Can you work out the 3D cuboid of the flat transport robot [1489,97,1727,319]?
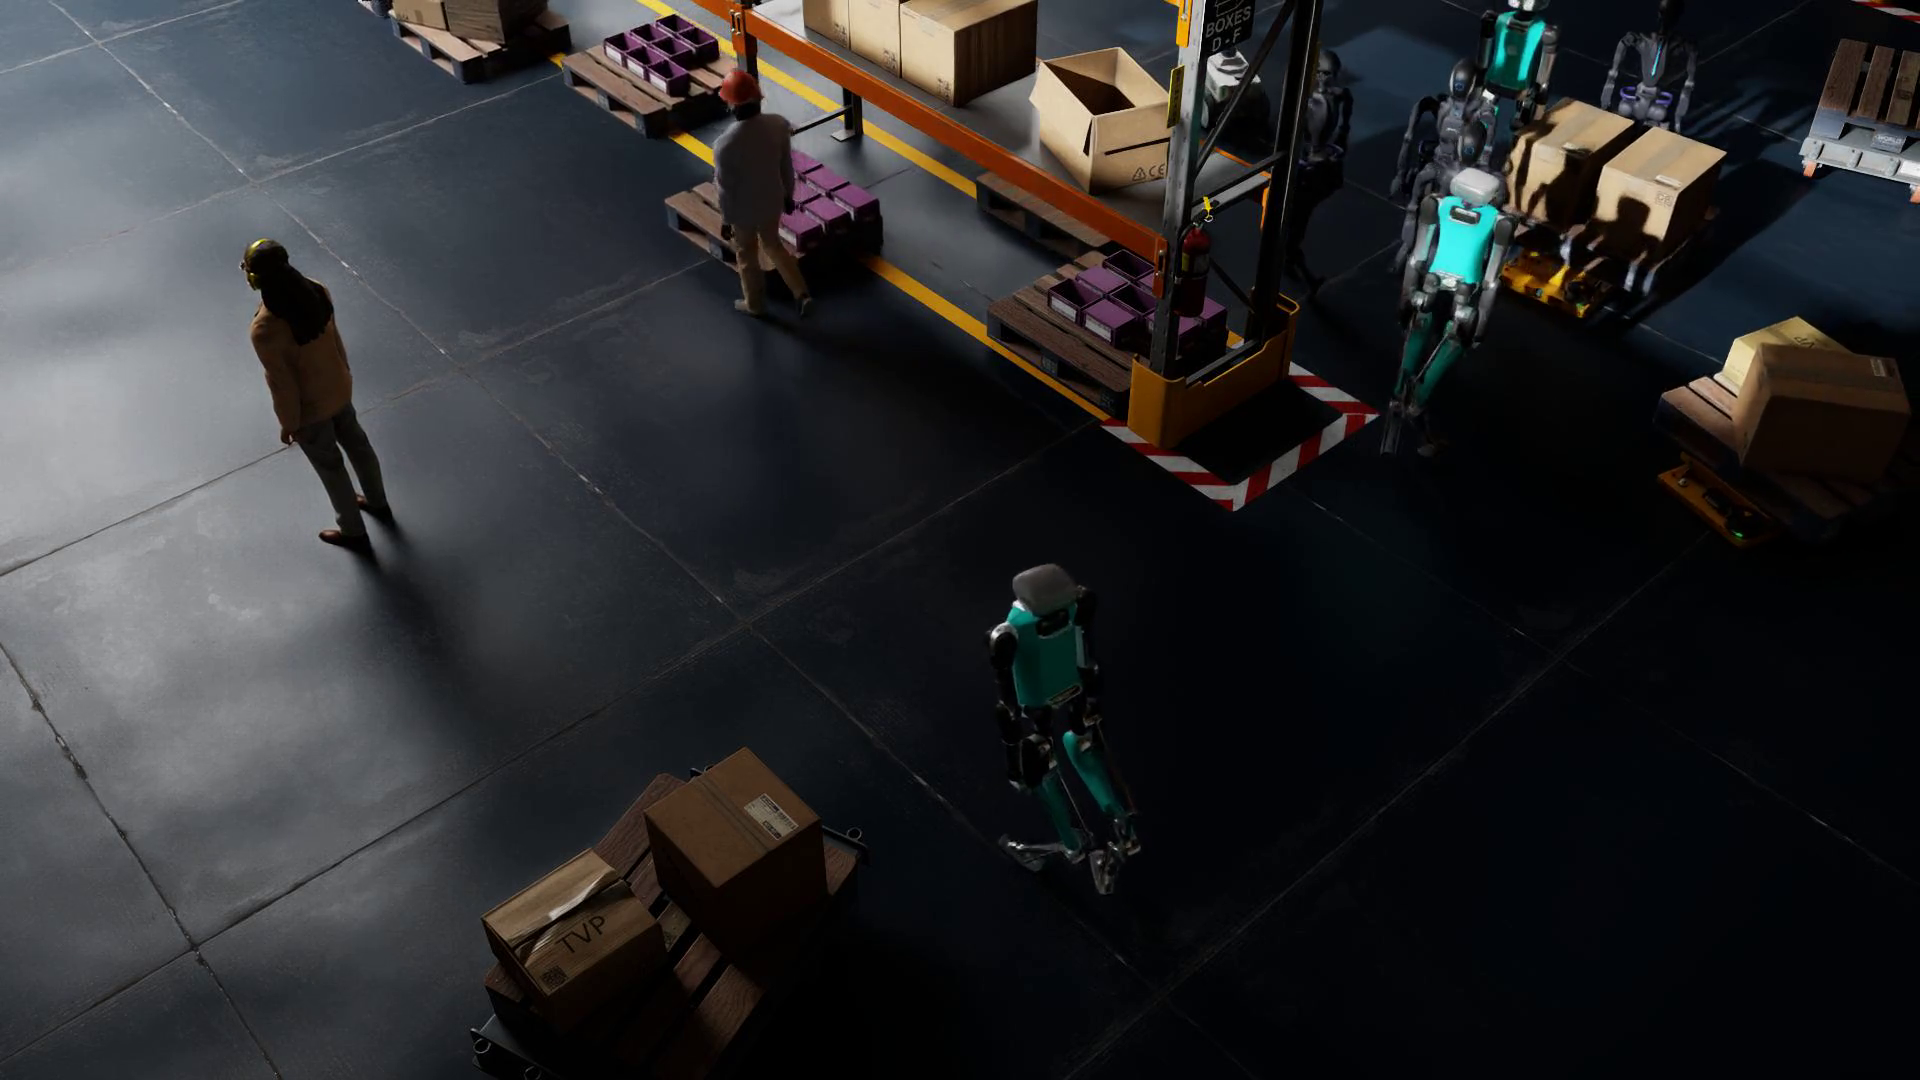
[{"bbox_3d":[4.271,-1.986,11.255,0.659,0.231,1.431,32,52,30],"label":"flat transport robot"}]

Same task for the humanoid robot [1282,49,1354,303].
[{"bbox_3d":[2.270,-2.312,10.583,0.616,1.631,0.644,-23,47,-23],"label":"humanoid robot"}]

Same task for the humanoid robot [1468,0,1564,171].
[{"bbox_3d":[3.712,-2.906,11.182,0.539,1.810,0.726,25,48,25],"label":"humanoid robot"}]

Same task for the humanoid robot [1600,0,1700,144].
[{"bbox_3d":[4.590,-2.894,11.227,0.602,1.633,0.745,15,45,15],"label":"humanoid robot"}]

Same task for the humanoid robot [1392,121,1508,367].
[{"bbox_3d":[2.923,-1.758,9.967,0.599,1.646,0.387,9,43,10],"label":"humanoid robot"}]

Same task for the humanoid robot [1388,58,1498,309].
[{"bbox_3d":[3.046,-2.292,10.556,0.607,1.638,0.626,12,44,13],"label":"humanoid robot"}]

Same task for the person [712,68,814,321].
[{"bbox_3d":[-1.230,-2.063,10.251,0.567,1.738,0.544,-33,52,-31],"label":"person"}]

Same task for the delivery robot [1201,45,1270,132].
[{"bbox_3d":[2.030,-3.497,12.676,0.499,0.579,0.767,-9,43,-10],"label":"delivery robot"}]

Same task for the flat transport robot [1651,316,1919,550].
[{"bbox_3d":[4.776,-0.409,9.539,1.431,0.231,0.659,-19,46,-20],"label":"flat transport robot"}]

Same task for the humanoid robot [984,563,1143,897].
[{"bbox_3d":[0.517,0.963,6.962,0.539,1.731,0.897,-27,49,-26],"label":"humanoid robot"}]

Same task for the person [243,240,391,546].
[{"bbox_3d":[-3.374,-0.748,8.724,0.394,1.876,0.553,13,44,14],"label":"person"}]

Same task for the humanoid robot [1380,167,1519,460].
[{"bbox_3d":[2.617,-1.118,9.253,0.530,1.824,0.720,23,47,23],"label":"humanoid robot"}]
